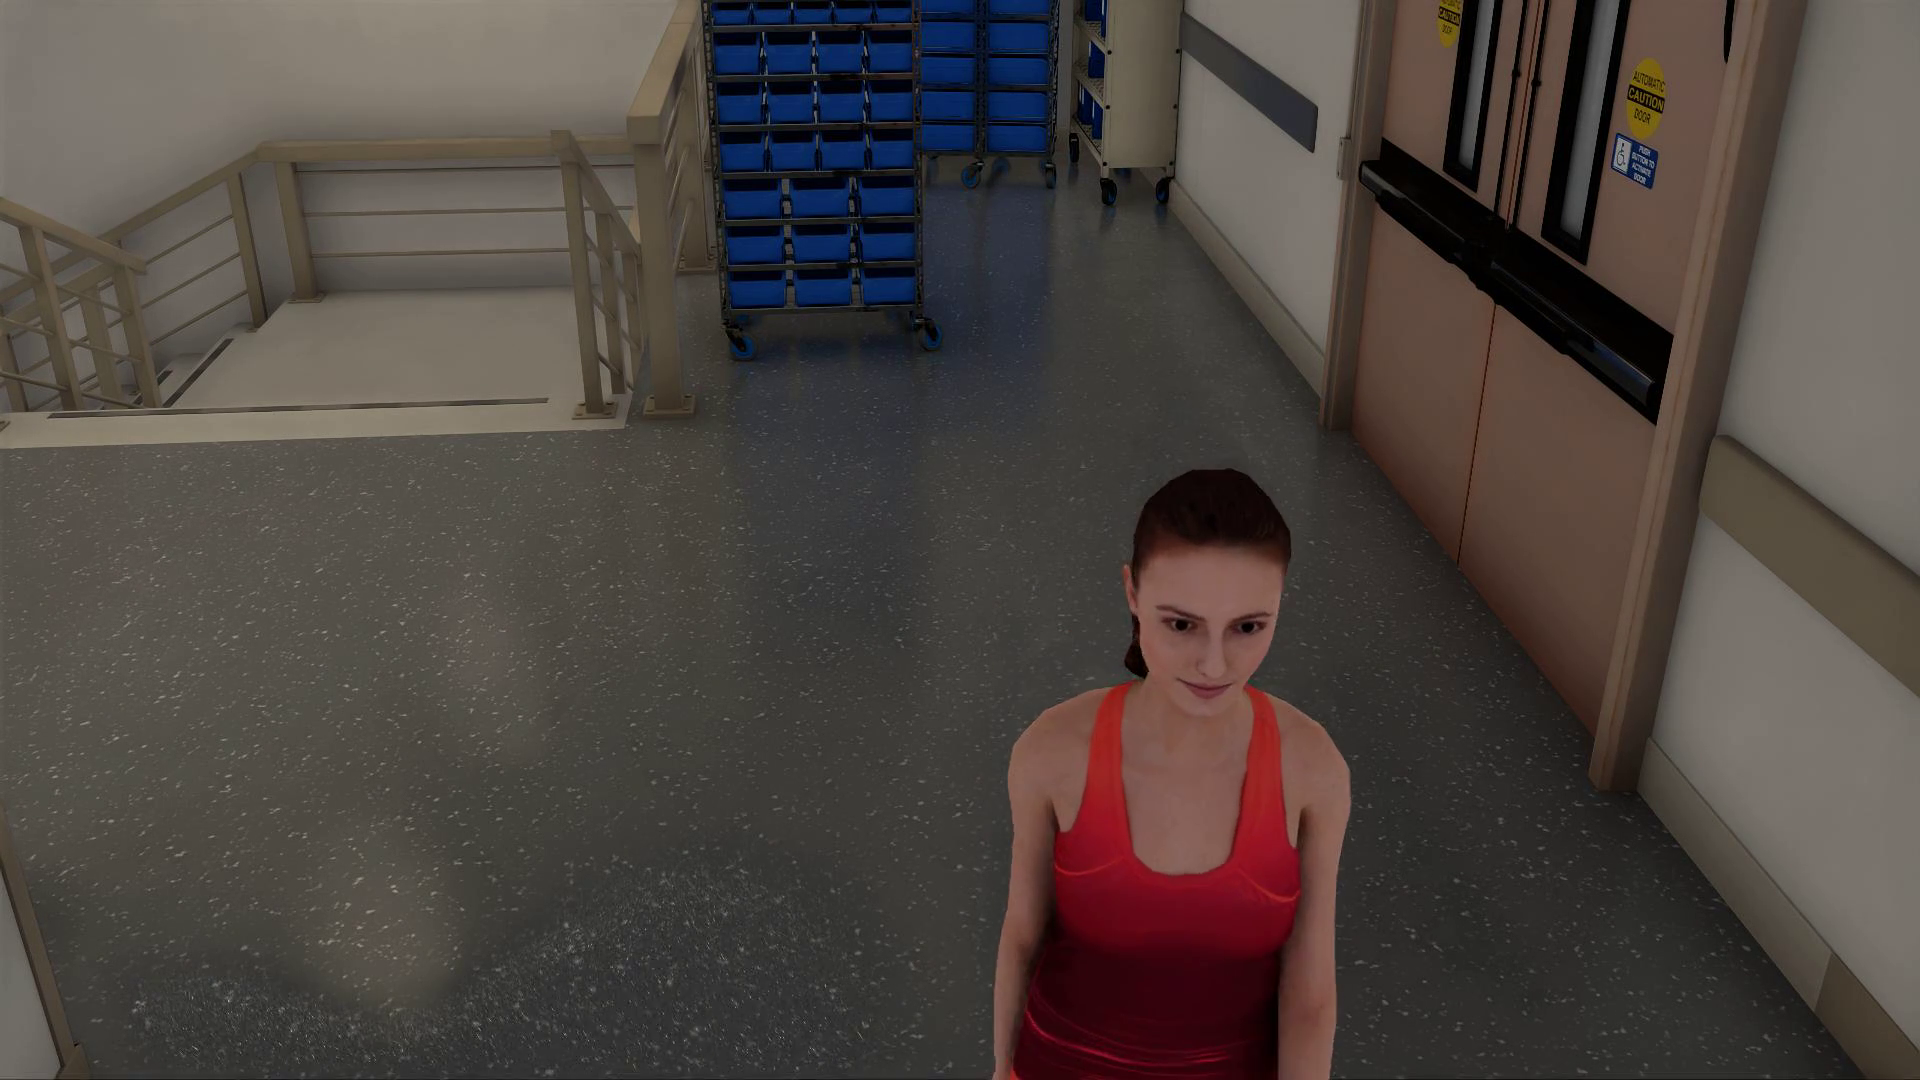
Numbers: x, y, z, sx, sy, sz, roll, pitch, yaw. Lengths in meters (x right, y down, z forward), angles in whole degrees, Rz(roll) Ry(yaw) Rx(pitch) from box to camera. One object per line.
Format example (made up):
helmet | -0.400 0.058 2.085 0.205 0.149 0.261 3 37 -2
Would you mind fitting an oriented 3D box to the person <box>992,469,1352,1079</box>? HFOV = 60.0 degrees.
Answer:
person | 0.249 0.673 2.159 0.606 1.714 1.077 0 26 1
